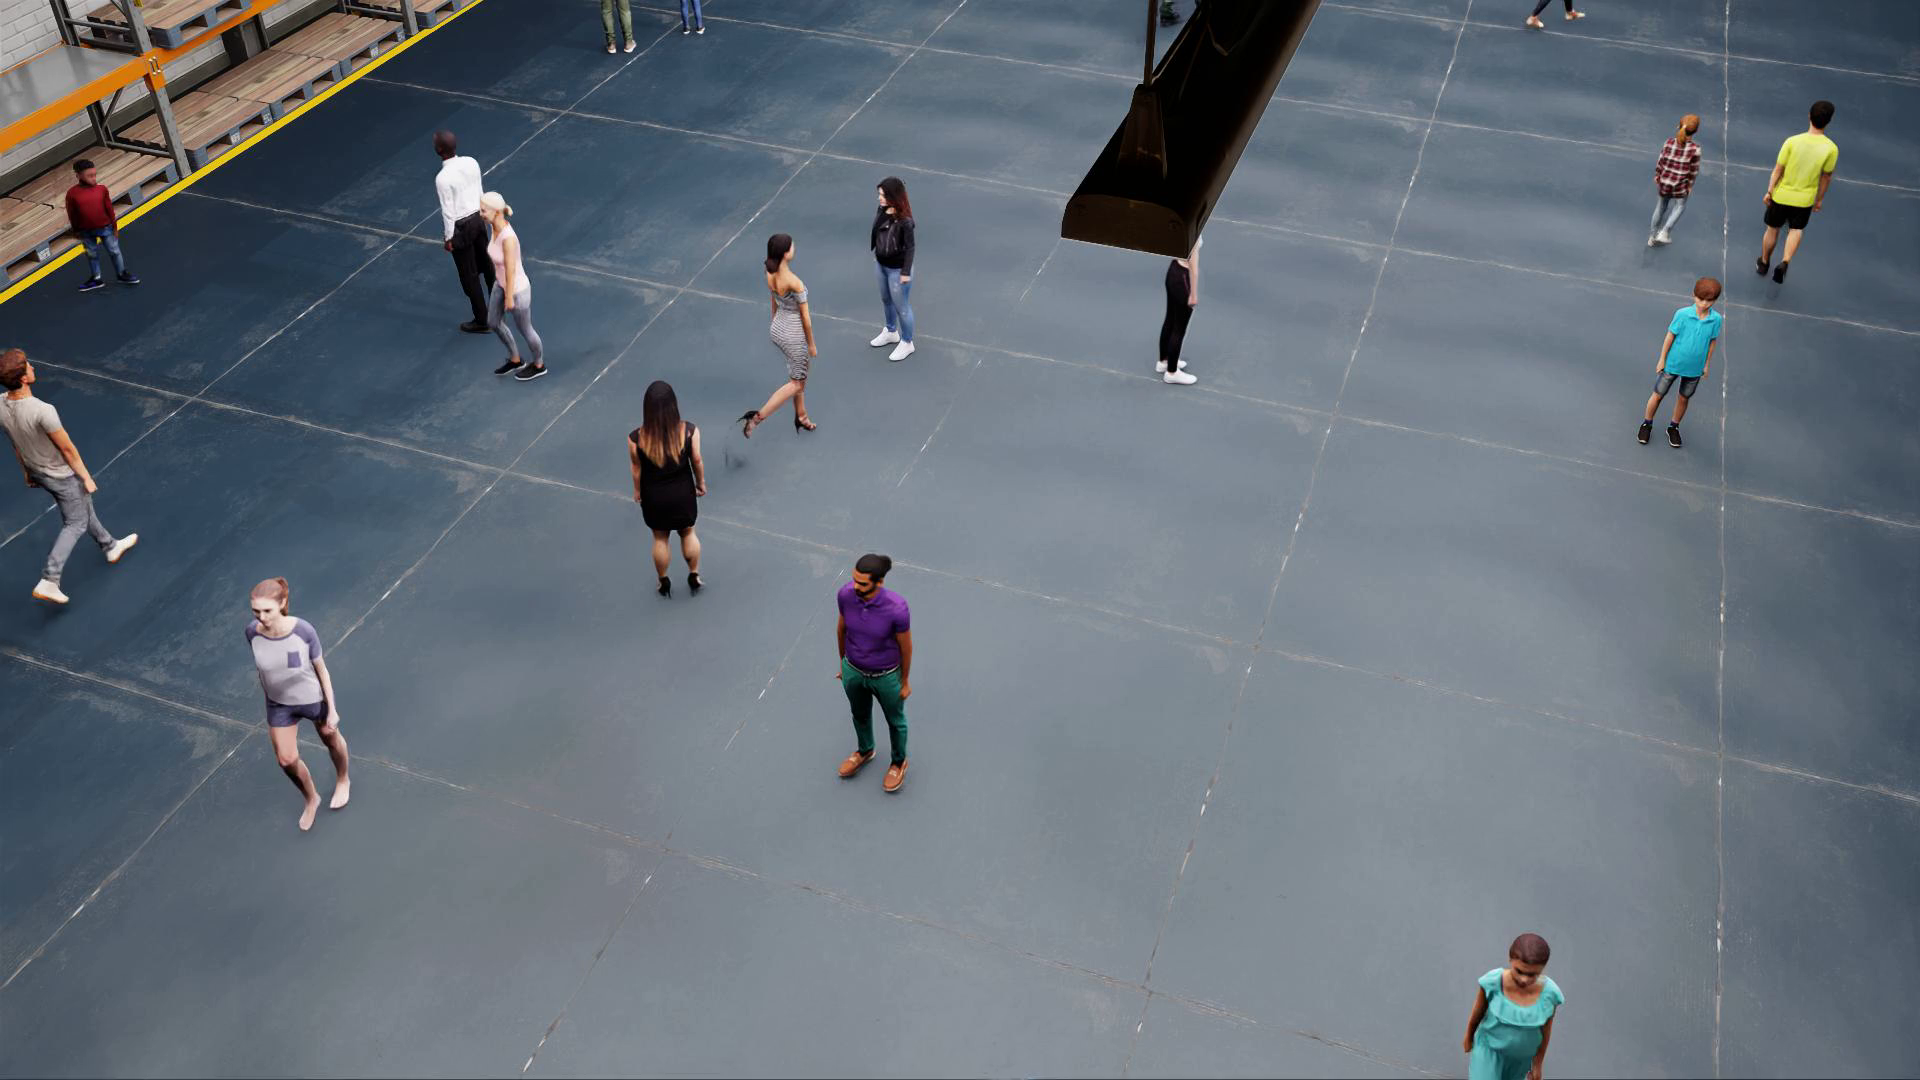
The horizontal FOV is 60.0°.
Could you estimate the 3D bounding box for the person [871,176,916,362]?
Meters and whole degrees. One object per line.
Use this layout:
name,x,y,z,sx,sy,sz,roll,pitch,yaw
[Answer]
person,-0.554,-2.293,13.895,0.755,1.638,0.727,-23,44,-26

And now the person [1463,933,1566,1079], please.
person,2.662,2.410,8.089,0.637,1.536,1.022,8,39,9

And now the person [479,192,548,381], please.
person,-3.577,-2.084,13.571,0.779,1.716,0.720,-22,44,-25

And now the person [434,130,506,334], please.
person,-4.195,-2.627,14.154,0.726,1.837,0.510,18,42,21

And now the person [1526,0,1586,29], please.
person,7.076,-6.855,19.523,1.127,1.744,1.112,-13,40,-16

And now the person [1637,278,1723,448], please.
person,5.633,-1.395,12.923,0.547,1.449,0.506,7,39,9

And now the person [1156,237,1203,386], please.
person,1.796,-2.088,13.555,0.722,1.742,0.614,-7,39,-8

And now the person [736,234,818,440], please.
person,-1.373,-1.485,12.753,1.050,1.801,0.918,-24,45,-27

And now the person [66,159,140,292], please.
person,-7.789,-2.818,14.872,0.693,1.240,0.755,-8,39,-10

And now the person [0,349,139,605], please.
person,-6.239,-0.410,11.354,0.695,1.867,1.174,15,41,18

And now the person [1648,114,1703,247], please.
person,6.611,-3.309,15.441,0.612,1.297,0.627,29,47,31

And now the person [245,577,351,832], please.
person,-3.869,0.878,9.830,0.716,1.756,0.785,-1,39,-1

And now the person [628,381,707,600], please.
person,-1.983,-0.310,11.356,0.751,1.709,0.788,-11,40,-13

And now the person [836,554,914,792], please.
person,-0.505,0.768,9.960,0.637,1.767,0.541,15,41,18

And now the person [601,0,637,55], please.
person,-3.990,-6.427,19.061,0.638,1.652,0.652,-5,39,-6

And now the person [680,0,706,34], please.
person,-3.224,-6.570,19.672,0.507,1.113,0.540,-1,39,-1

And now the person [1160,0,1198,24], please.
person,2.628,-7.003,19.671,1.243,1.790,1.068,-27,46,-30

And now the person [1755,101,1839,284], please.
person,7.431,-3.056,14.807,0.651,1.693,0.865,15,41,18
